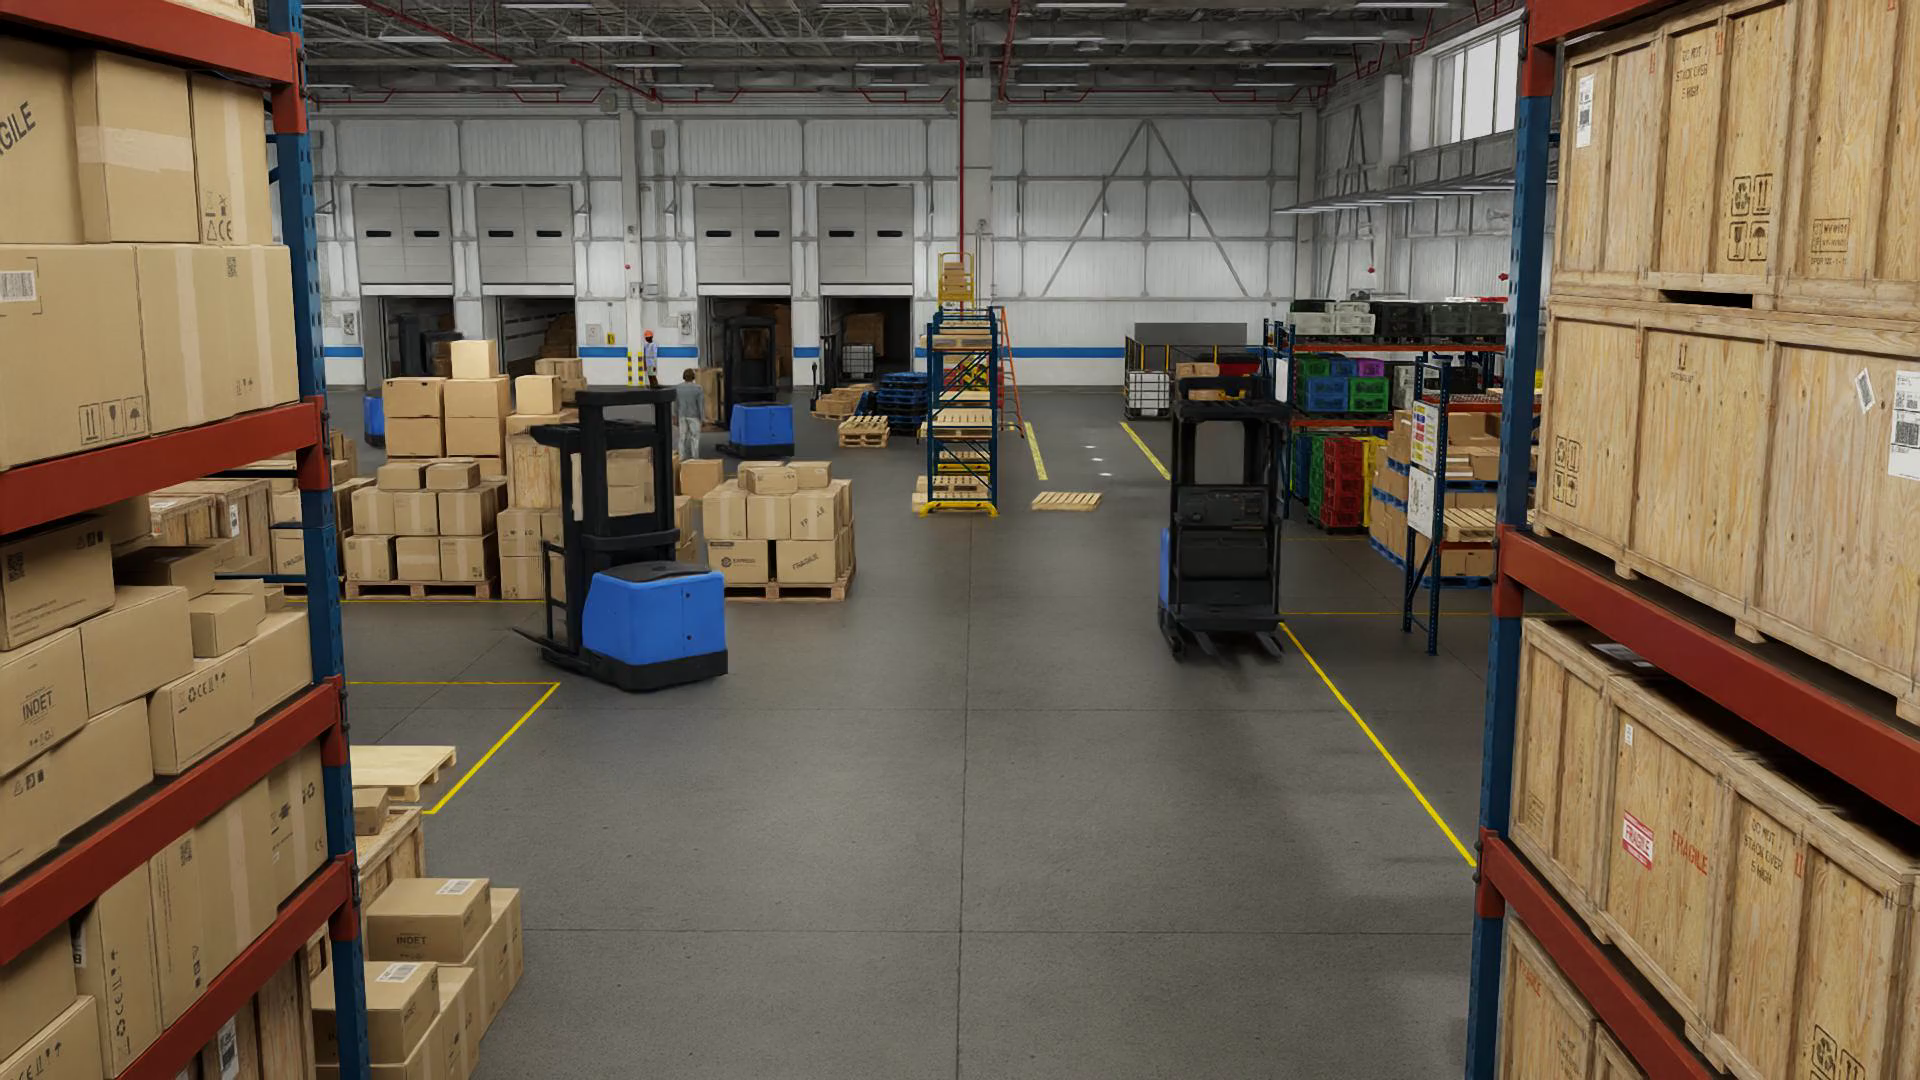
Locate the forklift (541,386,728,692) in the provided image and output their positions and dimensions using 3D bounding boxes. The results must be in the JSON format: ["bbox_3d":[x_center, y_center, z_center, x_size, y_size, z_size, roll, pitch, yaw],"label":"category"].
[{"bbox_3d":[-3.205,-0.093,16.239,1.129,2.768,1.873,-8,13,-39],"label":"forklift"}]

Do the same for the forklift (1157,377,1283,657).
[{"bbox_3d":[2.730,-0.328,17.593,1.129,2.768,1.873,0,10,1],"label":"forklift"}]

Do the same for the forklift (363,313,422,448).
[{"bbox_3d":[-11.744,-3.437,35.529,1.873,2.768,1.129,-5,11,-28],"label":"forklift"}]

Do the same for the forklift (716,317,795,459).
[{"bbox_3d":[-4.163,-3.123,33.721,1.129,2.768,1.873,-5,11,-25],"label":"forklift"}]

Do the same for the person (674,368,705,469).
[{"bbox_3d":[-5.177,-2.319,31.822,0.629,1.931,0.357,2,10,12],"label":"person"}]

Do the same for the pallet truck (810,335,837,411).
[{"bbox_3d":[-3.021,-4.312,43.126,1.885,1.965,0.823,3,10,17],"label":"pallet truck"}]

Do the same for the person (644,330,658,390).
[{"bbox_3d":[-8.786,-4.982,47.199,0.389,1.930,0.544,-8,12,-37],"label":"person"}]
